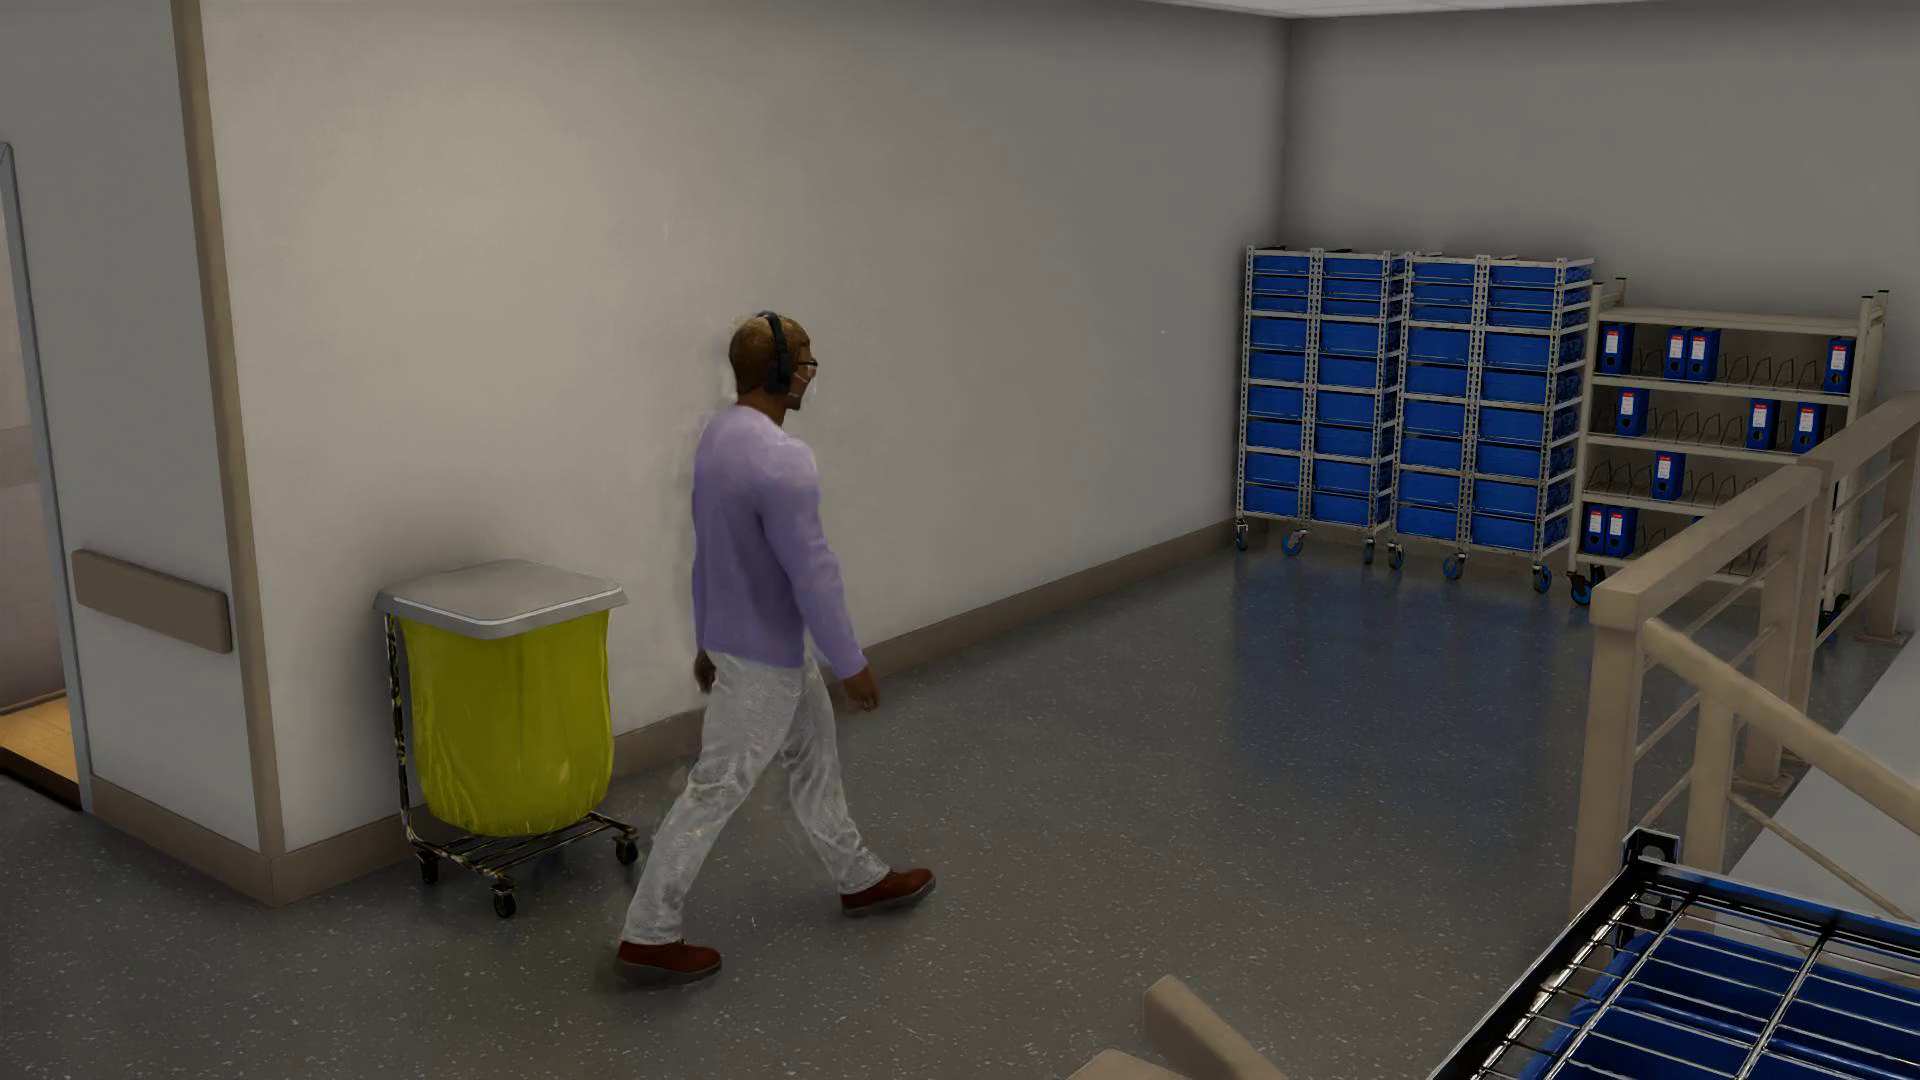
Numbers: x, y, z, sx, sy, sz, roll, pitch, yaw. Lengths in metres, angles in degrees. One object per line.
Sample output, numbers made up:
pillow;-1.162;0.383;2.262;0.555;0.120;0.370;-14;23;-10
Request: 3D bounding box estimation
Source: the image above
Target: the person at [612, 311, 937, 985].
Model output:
person;-0.560;0.303;4.712;1.038;1.890;0.649;-5;14;-21
